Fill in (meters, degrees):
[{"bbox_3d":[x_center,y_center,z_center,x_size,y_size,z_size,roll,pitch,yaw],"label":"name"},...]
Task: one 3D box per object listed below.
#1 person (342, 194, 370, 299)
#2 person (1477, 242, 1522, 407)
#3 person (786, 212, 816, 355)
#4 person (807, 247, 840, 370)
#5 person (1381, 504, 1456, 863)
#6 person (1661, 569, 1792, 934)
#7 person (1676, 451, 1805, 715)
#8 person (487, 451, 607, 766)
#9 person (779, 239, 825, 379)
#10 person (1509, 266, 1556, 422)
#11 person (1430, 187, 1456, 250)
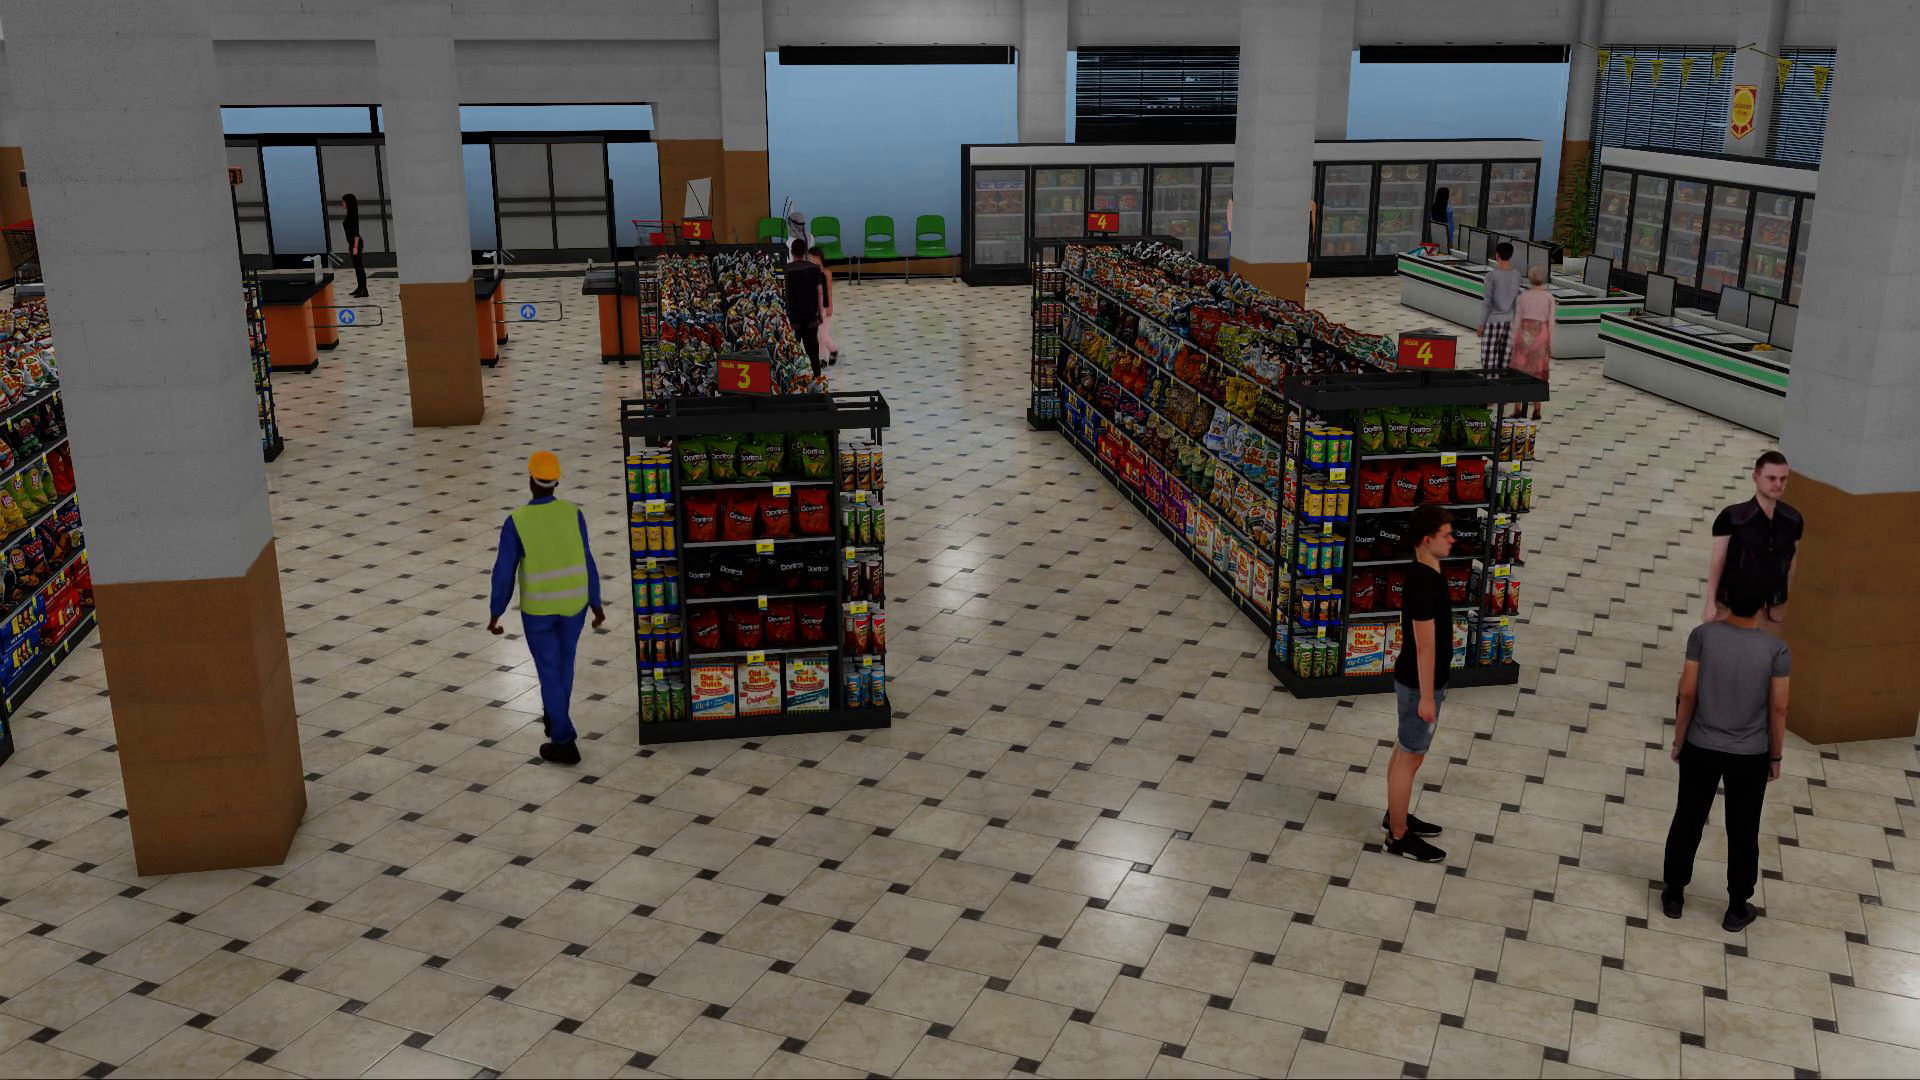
[{"bbox_3d":[-9.759,-4.762,26.857,0.696,1.642,0.560,-11,20,-31],"label":"person"},{"bbox_3d":[6.127,-2.455,18.907,0.644,1.847,0.573,-5,18,-17],"label":"person"},{"bbox_3d":[-2.073,-3.247,21.377,0.861,1.926,0.780,9,19,27],"label":"person"},{"bbox_3d":[-1.691,-2.905,20.916,0.738,1.539,0.796,12,20,34],"label":"person"},{"bbox_3d":[2.340,0.706,8.497,0.793,1.846,0.644,4,17,13],"label":"person"},{"bbox_3d":[3.585,0.970,7.784,0.702,1.755,0.745,10,19,29],"label":"person"},{"bbox_3d":[4.530,0.363,9.670,0.809,1.820,1.053,0,17,0],"label":"person"},{"bbox_3d":[-2.310,0.412,9.572,1.004,1.784,1.105,-13,21,-36],"label":"person"},{"bbox_3d":[-1.851,-2.569,19.282,0.768,1.846,0.658,-6,18,-20],"label":"person"},{"bbox_3d":[6.245,-2.146,18.156,0.682,1.690,0.697,4,17,14],"label":"person"},{"bbox_3d":[7.853,-4.907,27.212,0.724,1.713,0.574,-10,20,-29],"label":"person"}]
